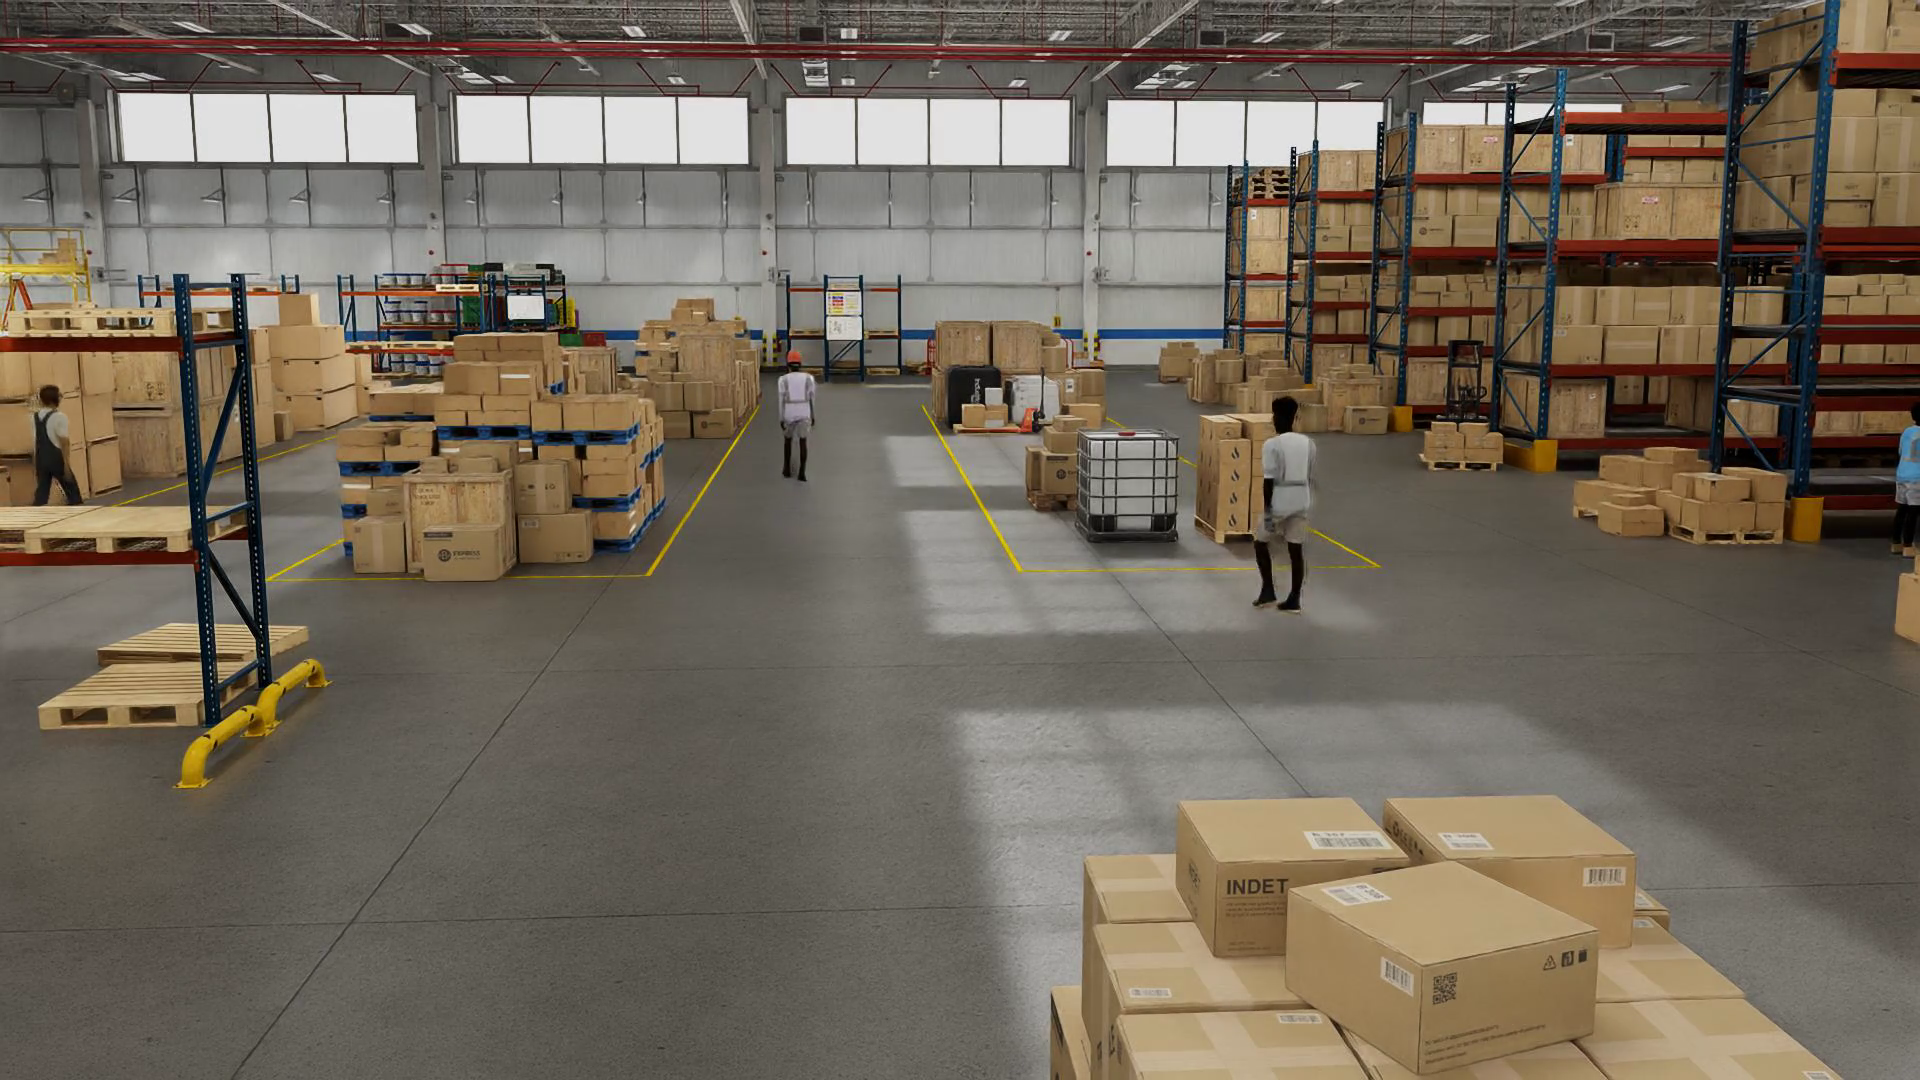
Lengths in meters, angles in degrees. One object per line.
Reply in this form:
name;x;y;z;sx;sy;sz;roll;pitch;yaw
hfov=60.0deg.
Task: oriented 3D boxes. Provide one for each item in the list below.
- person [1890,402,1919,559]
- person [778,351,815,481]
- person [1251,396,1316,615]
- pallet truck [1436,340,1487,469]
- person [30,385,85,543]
person;10.214;-0.648;17.794;0.320;1.698;0.537;1;9;6
person;-2.436;-1.846;24.714;0.570;1.896;0.934;-2;9;-11
person;2.881;-0.310;14.896;0.604;1.945;0.590;-4;10;-25
pallet truck;8.004;-2.170;26.422;0.823;1.965;1.885;2;9;14
person;-10.135;-0.848;18.736;0.537;1.793;1.010;3;9;15
